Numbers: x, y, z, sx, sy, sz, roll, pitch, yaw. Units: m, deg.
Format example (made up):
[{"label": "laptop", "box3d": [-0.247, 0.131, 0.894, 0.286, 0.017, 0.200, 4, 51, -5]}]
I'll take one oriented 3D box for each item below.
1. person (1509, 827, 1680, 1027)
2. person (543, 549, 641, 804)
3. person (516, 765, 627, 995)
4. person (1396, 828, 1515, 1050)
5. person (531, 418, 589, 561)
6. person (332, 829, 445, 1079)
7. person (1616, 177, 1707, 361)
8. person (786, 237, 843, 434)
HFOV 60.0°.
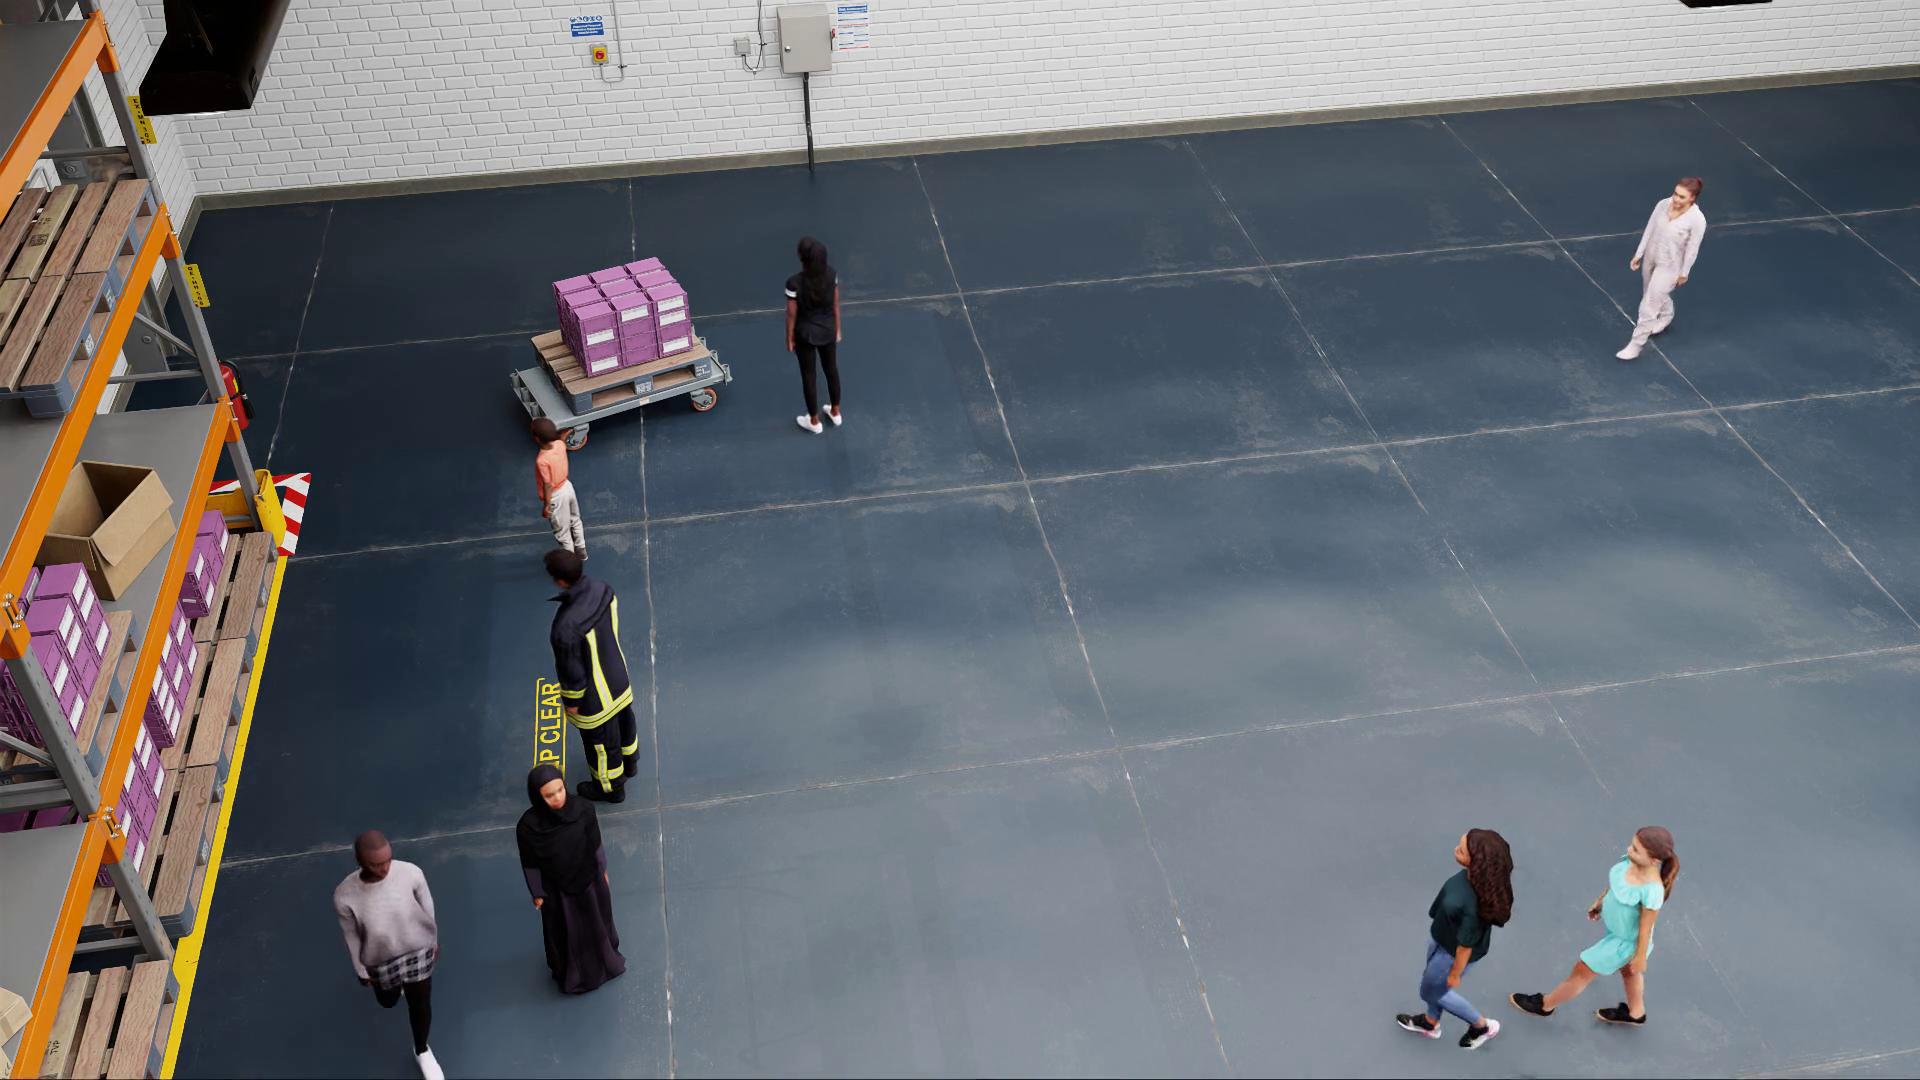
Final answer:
[{"label": "person", "box3d": [3.614, 2.100, 8.841, 0.841, 1.520, 0.990, 7, 39, 8]}, {"label": "person", "box3d": [-2.227, 0.819, 10.123, 0.947, 1.922, 0.799, 11, 40, 13]}, {"label": "person", "box3d": [-2.136, 1.836, 9.100, 0.664, 1.611, 0.666, -16, 41, -19]}, {"label": "person", "box3d": [2.685, 2.142, 8.722, 0.821, 1.604, 0.800, 11, 40, 13]}, {"label": "person", "box3d": [-2.911, -0.334, 12.058, 0.624, 1.310, 0.531, 13, 41, 16]}, {"label": "person", "box3d": [-2.953, 2.082, 8.682, 0.807, 1.748, 1.082, -16, 41, -19]}, {"label": "person", "box3d": [6.131, -2.397, 14.362, 0.926, 1.658, 1.087, -19, 42, -22]}, {"label": "person", "box3d": [-1.161, -1.651, 13.372, 0.686, 1.728, 0.680, -21, 43, -24]}]
